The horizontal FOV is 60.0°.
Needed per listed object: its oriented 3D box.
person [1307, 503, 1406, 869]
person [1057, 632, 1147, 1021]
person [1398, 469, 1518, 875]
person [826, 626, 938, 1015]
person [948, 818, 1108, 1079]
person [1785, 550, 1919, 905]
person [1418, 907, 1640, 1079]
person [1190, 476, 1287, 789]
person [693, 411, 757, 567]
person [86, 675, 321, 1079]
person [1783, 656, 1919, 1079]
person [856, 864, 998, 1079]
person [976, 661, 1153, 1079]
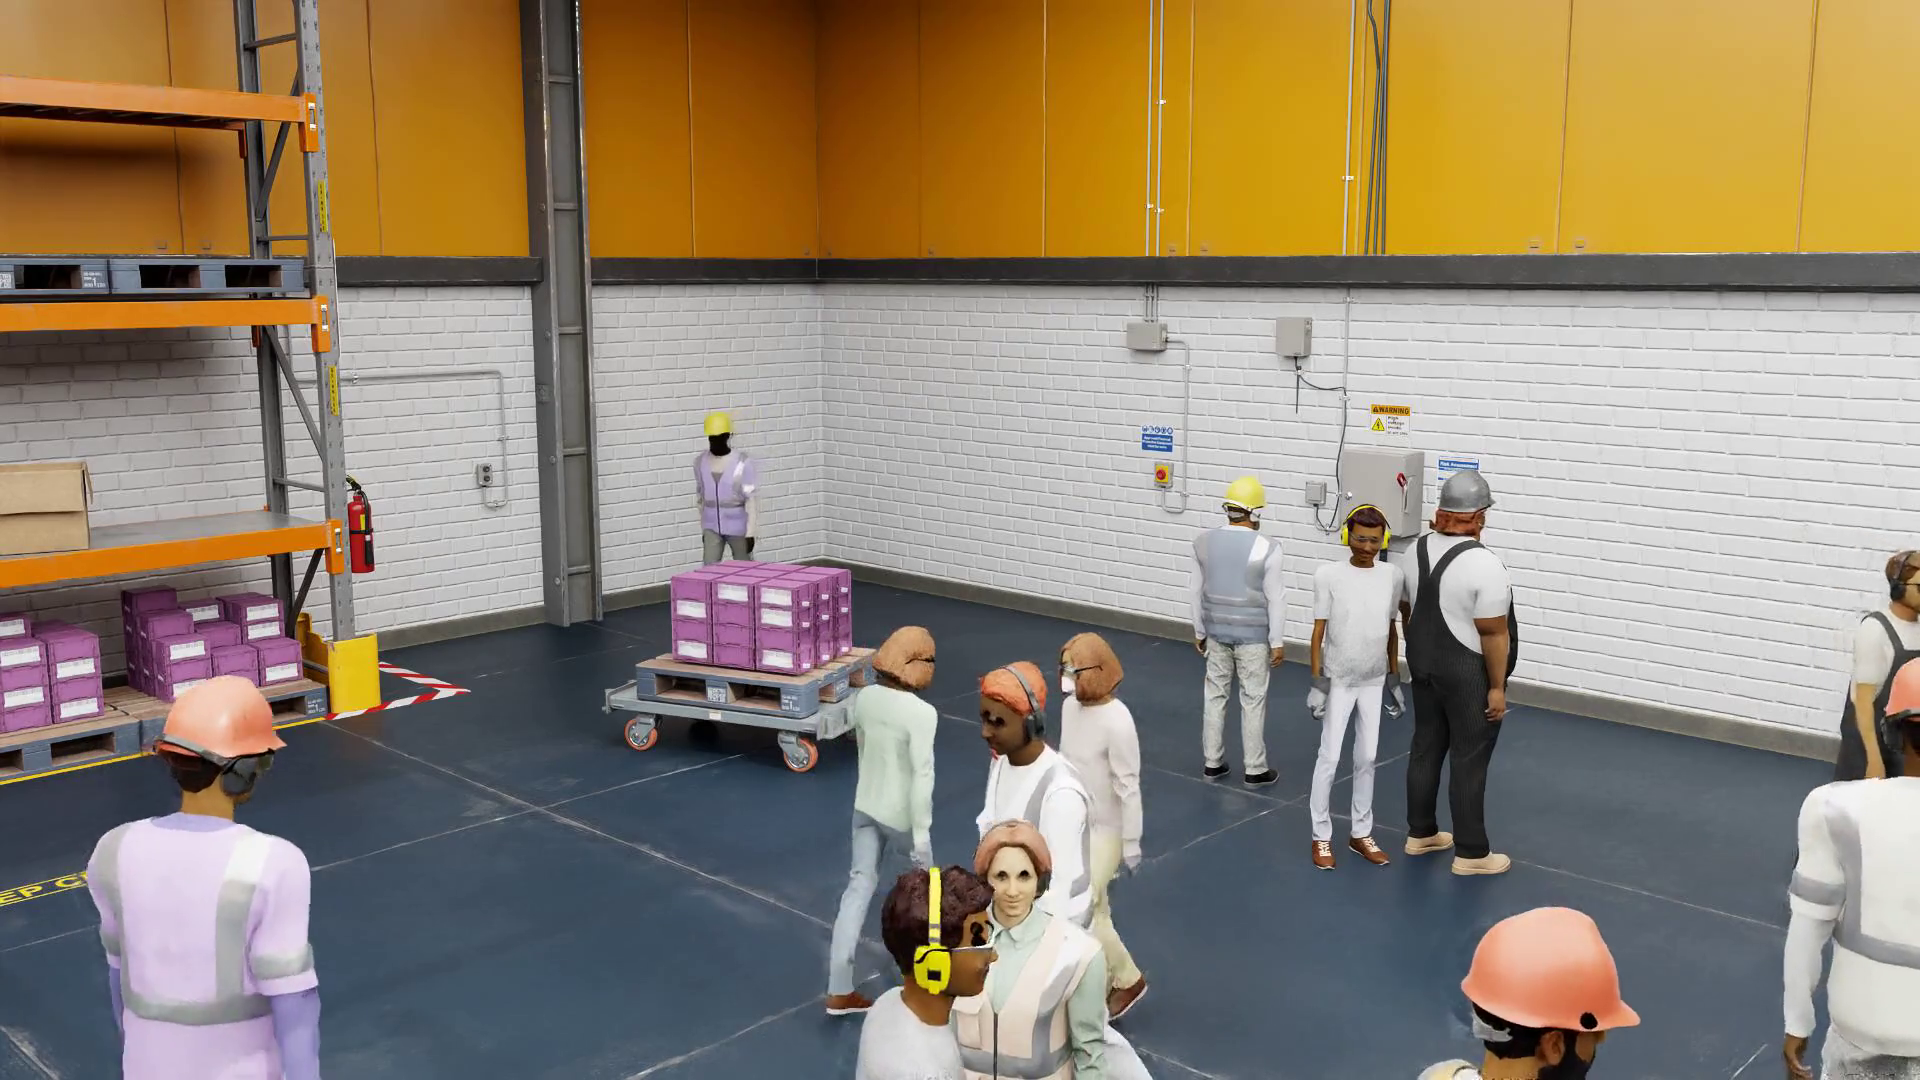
[{"bbox_3d":[2.015,0.738,8.445,0.519,1.865,0.326,-2,9,-12],"label":"person"},{"bbox_3d":[0.522,1.159,6.599,0.346,1.615,0.524,-4,10,-22],"label":"person"},{"bbox_3d":[2.557,0.652,8.427,0.538,2.000,0.687,-5,10,-26],"label":"person"},{"bbox_3d":[-0.260,1.134,6.866,0.518,1.575,0.859,9,13,44],"label":"person"},{"bbox_3d":[0.130,1.518,4.340,0.515,1.642,0.309,3,10,19],"label":"person"},{"bbox_3d":[4.201,0.931,7.486,0.529,1.787,0.974,-4,10,-25],"label":"person"},{"bbox_3d":[0.995,1.594,3.013,0.558,1.916,0.562,-1,9,-7],"label":"person"},{"bbox_3d":[1.644,0.537,9.768,0.594,1.832,0.403,7,12,36],"label":"person"},{"bbox_3d":[-1.900,-0.142,13.768,0.597,1.891,0.917,3,10,15],"label":"person"},{"bbox_3d":[-1.867,1.346,4.229,0.643,2.020,0.459,2,9,11],"label":"person"},{"bbox_3d":[2.666,1.286,4.629,0.627,2.007,0.940,7,12,36],"label":"person"},{"bbox_3d":[-0.148,1.564,3.494,0.956,1.835,0.508,0,9,-1],"label":"person"},{"bbox_3d":[0.322,1.269,5.302,0.995,1.843,0.591,-4,10,-25],"label":"person"}]
